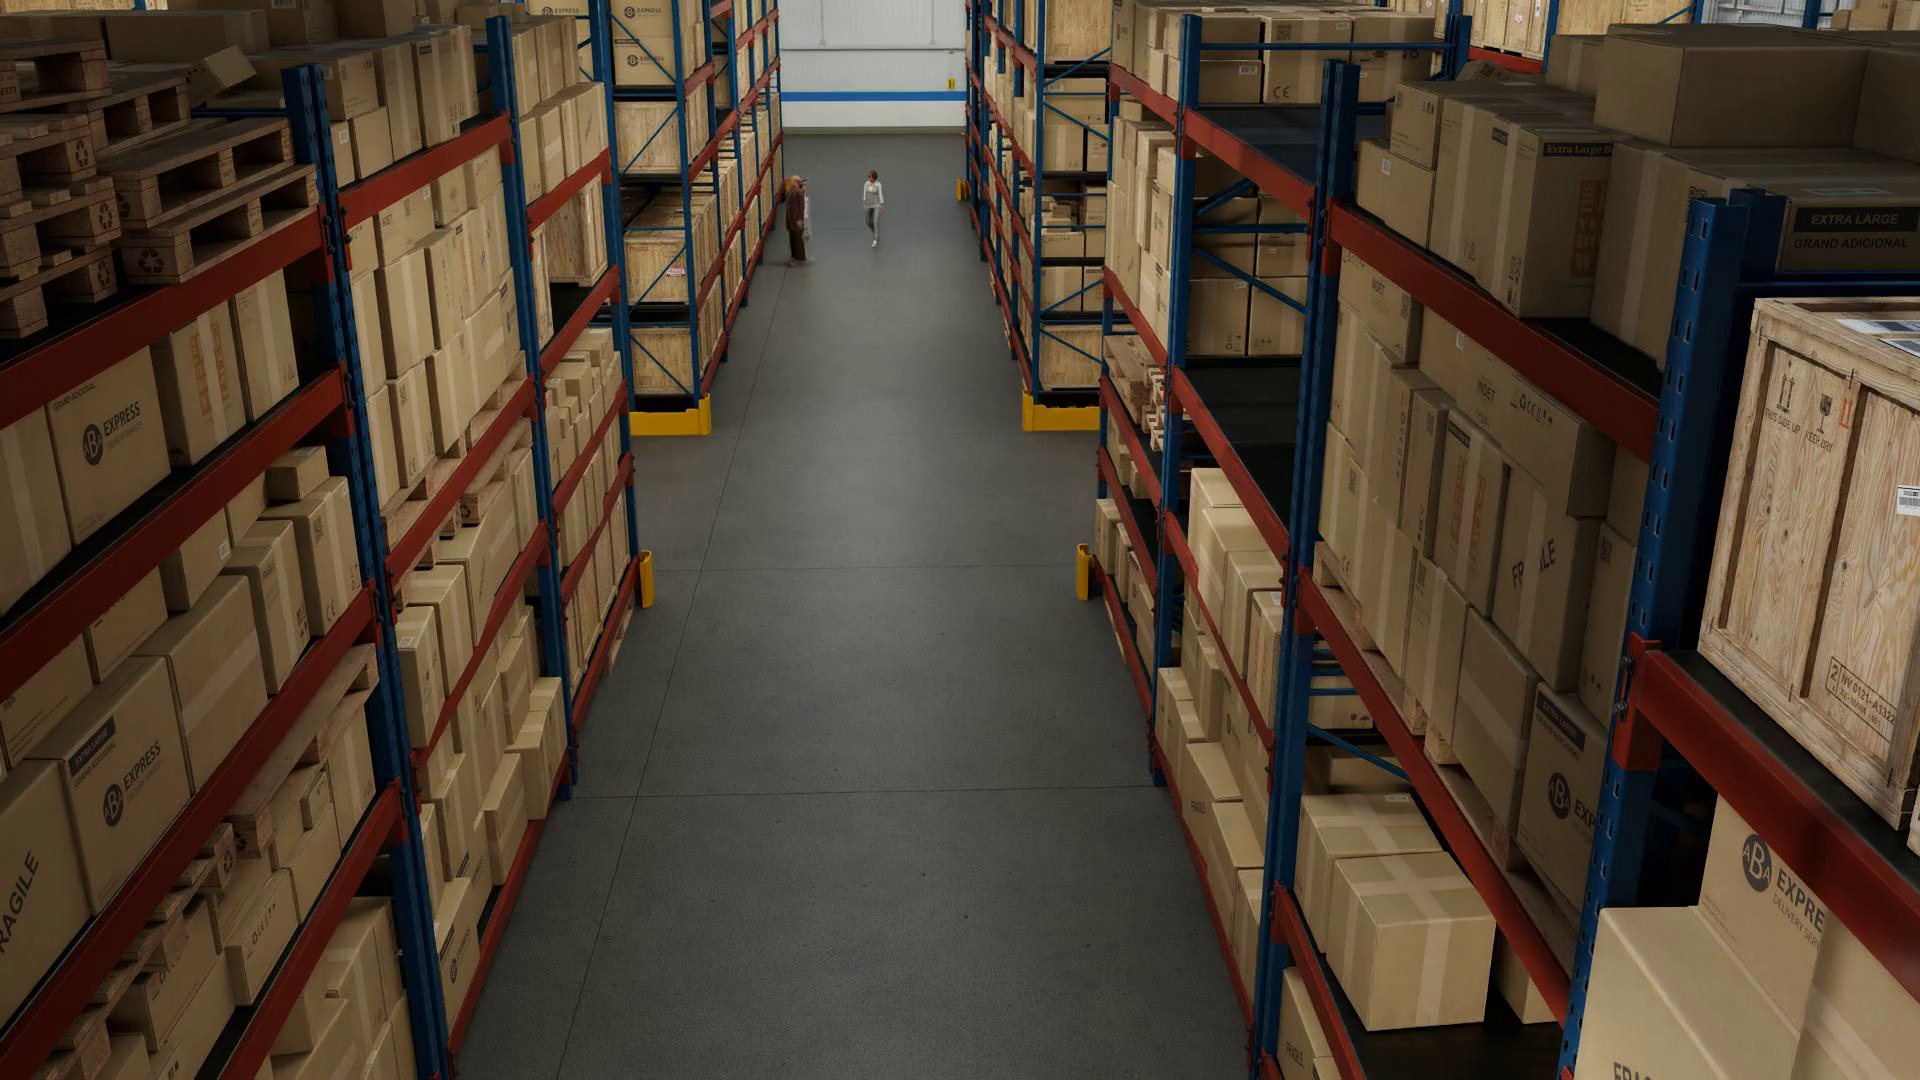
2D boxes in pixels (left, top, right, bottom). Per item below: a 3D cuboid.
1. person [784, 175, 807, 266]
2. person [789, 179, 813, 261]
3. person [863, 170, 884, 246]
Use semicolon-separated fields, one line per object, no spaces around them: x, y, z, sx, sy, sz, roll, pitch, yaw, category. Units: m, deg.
-3.398;-6.527;33.952;0.397;1.793;0.614;-12;24;-29;person
-3.319;-6.620;34.414;0.506;1.646;0.639;-3;21;-7;person
-1.870;-7.221;36.087;0.464;1.593;0.711;6;21;17;person
